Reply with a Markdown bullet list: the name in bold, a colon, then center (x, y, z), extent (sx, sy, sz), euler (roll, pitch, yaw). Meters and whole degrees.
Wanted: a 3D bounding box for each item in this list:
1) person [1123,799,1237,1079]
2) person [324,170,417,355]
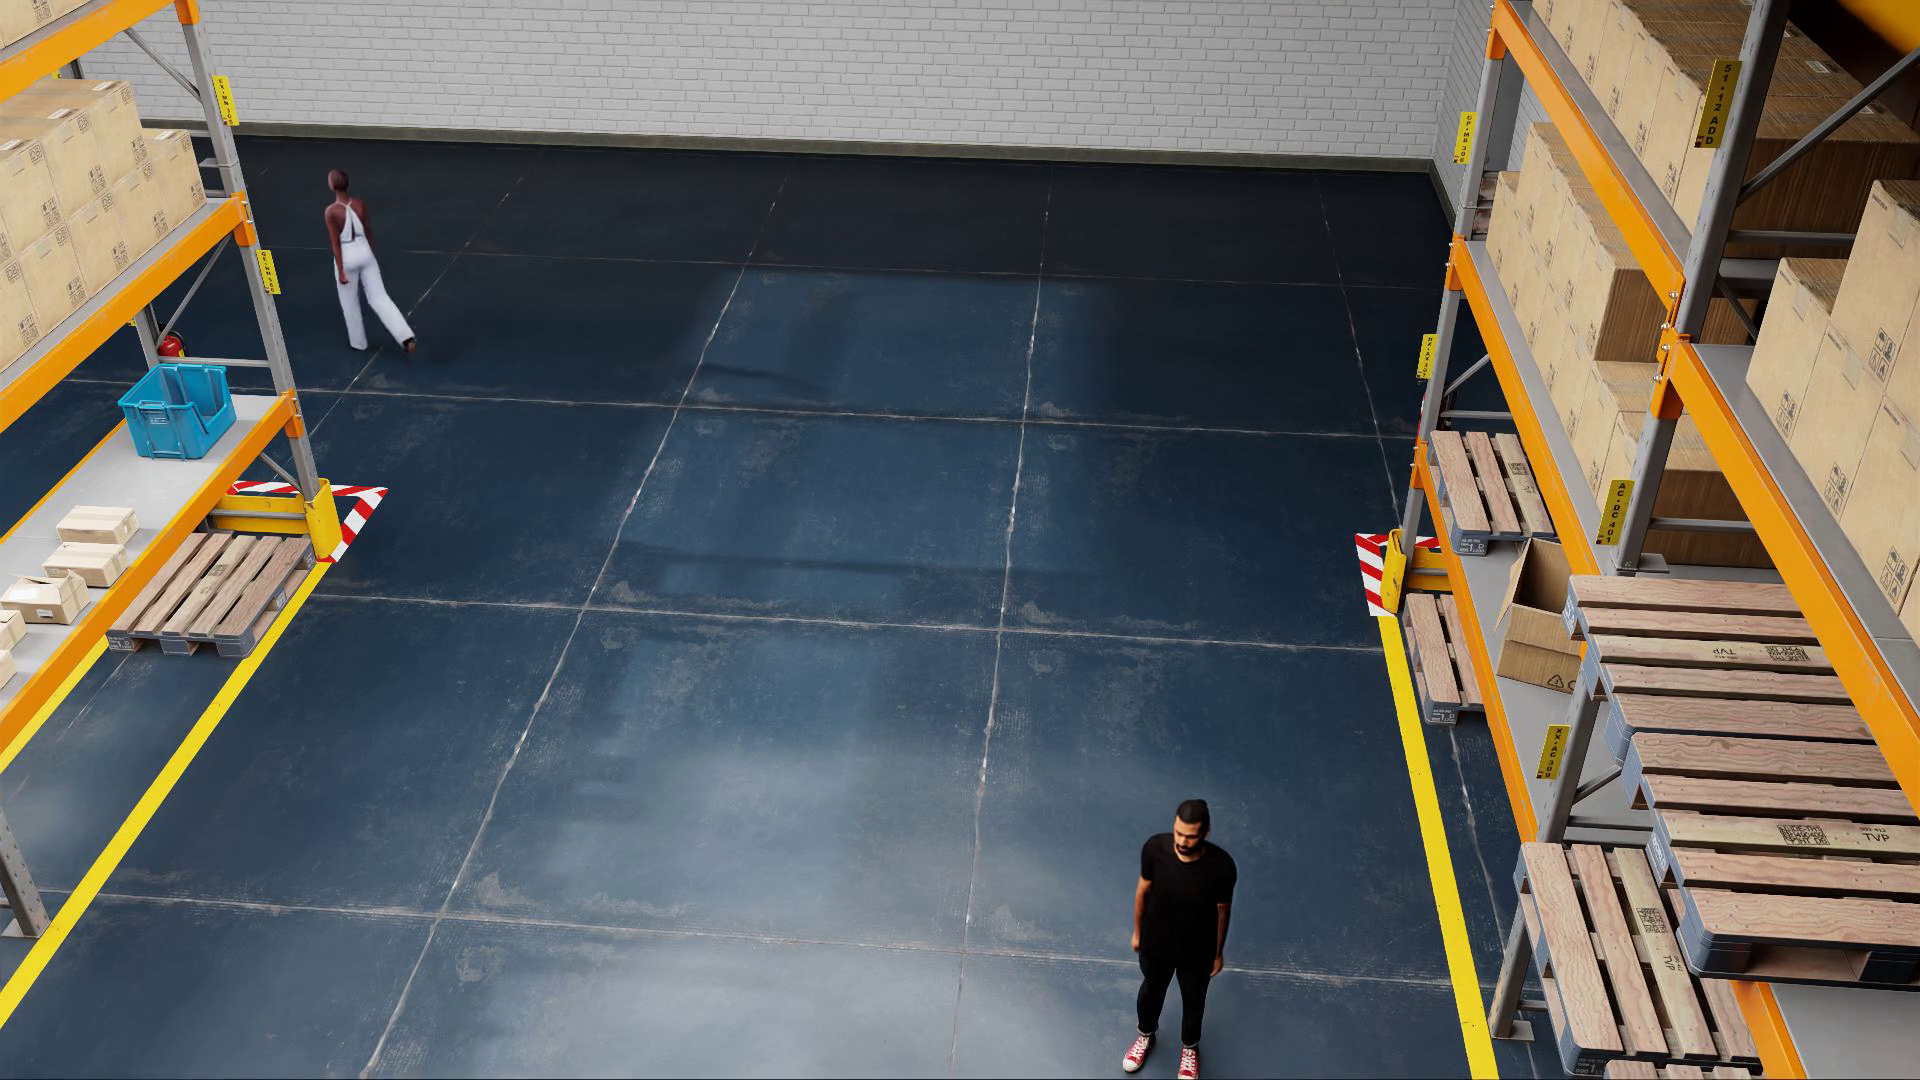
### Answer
- **person**: center (1.079, 1.954, 8.177), extent (0.680, 1.759, 0.649), euler (11, 35, 15)
- **person**: center (-5.264, -2.392, 14.717), extent (1.009, 1.757, 1.085), euler (22, 40, 30)
